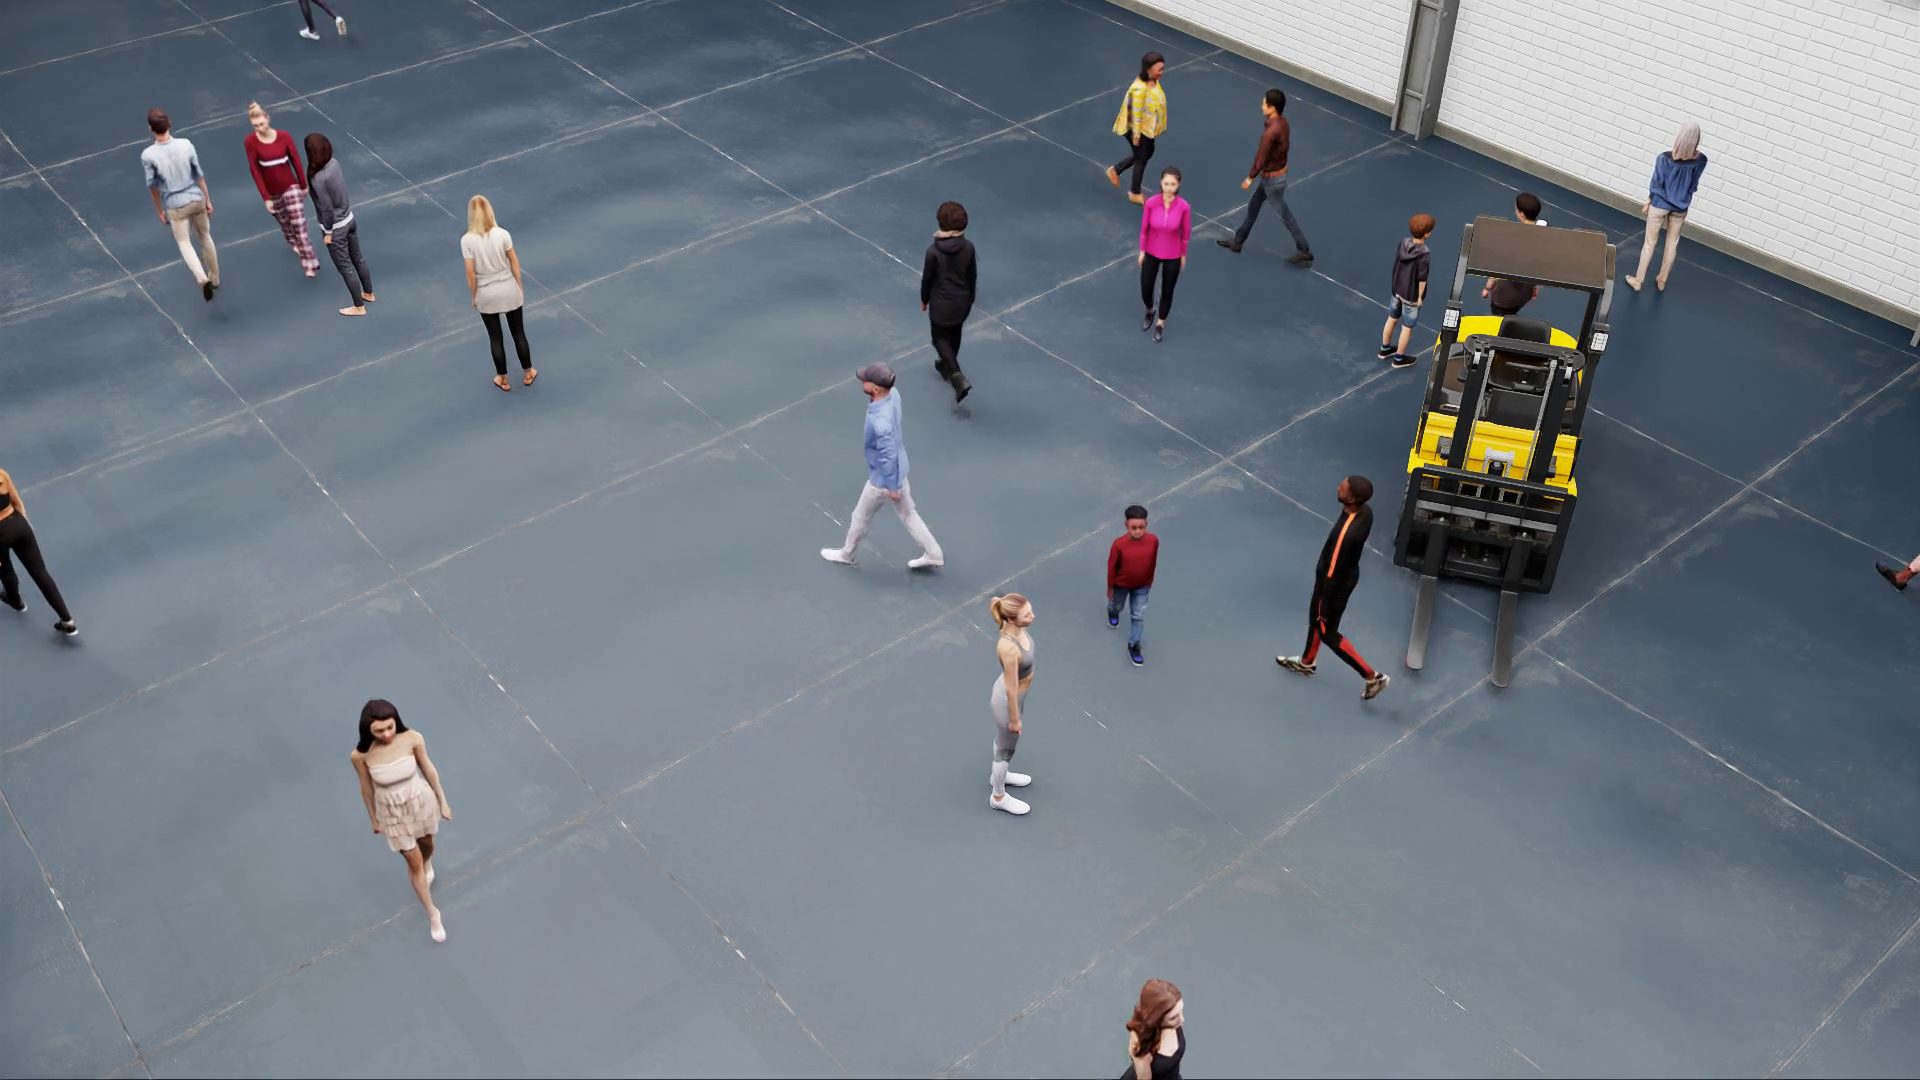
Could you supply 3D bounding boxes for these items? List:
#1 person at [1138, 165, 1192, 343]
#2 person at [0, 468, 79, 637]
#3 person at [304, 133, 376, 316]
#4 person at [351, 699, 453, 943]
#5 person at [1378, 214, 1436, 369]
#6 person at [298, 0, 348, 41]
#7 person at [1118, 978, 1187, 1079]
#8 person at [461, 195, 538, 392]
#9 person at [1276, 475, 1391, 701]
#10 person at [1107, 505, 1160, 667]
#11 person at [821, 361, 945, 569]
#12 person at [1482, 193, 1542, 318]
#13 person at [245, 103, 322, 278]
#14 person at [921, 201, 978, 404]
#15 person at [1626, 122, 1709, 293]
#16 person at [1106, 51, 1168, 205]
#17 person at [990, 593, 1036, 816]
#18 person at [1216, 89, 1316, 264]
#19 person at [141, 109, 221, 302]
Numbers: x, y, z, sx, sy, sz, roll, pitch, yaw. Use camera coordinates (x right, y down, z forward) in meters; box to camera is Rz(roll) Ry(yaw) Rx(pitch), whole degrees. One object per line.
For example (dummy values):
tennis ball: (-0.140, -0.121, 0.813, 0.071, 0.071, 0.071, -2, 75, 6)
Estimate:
person: (1.832, -2.608, 14.963, 0.724, 1.695, 0.789, 6, 39, 8)
person: (-6.665, 0.017, 11.740, 1.159, 1.604, 0.774, 23, 44, 26)
person: (-5.703, -2.909, 15.274, 0.727, 1.767, 0.685, 6, 39, 8)
person: (-3.238, 1.537, 9.751, 0.726, 1.712, 0.943, -17, 42, -20)
person: (3.945, -2.204, 14.648, 0.629, 1.447, 0.499, -19, 42, -22)
person: (-7.966, -6.976, 20.346, 1.052, 1.792, 0.861, 19, 42, 22)
person: (0.852, 2.705, 8.279, 0.876, 1.723, 0.708, 25, 45, 28)
person: (-3.948, -2.099, 14.213, 0.652, 1.825, 0.628, -14, 41, -17)
person: (2.613, 0.337, 11.194, 1.147, 1.785, 0.863, 21, 43, 24)
person: (1.196, 0.246, 11.745, 0.766, 1.241, 0.901, -5, 39, -6)
person: (-0.455, -0.492, 12.183, 1.256, 1.848, 1.096, 8, 39, 10)
person: (4.832, -2.154, 14.385, 0.694, 1.697, 0.683, -11, 40, -14)
person: (-6.539, -3.389, 15.966, 0.845, 1.653, 1.170, -17, 41, -20)
person: (-0.062, -1.987, 14.130, 0.830, 1.753, 1.138, -15, 41, -18)
person: (6.655, -3.124, 15.607, 0.707, 1.698, 0.754, 0, 39, 1)
person: (1.781, -4.222, 17.024, 0.992, 1.635, 0.913, 17, 42, 20)
person: (0.315, 0.998, 10.434, 0.700, 1.702, 0.641, 3, 39, 4)
person: (3.103, -3.418, 15.945, 1.283, 1.724, 1.080, 12, 40, 14)
person: (-7.176, -3.077, 15.432, 0.735, 1.832, 1.004, -21, 43, -24)
